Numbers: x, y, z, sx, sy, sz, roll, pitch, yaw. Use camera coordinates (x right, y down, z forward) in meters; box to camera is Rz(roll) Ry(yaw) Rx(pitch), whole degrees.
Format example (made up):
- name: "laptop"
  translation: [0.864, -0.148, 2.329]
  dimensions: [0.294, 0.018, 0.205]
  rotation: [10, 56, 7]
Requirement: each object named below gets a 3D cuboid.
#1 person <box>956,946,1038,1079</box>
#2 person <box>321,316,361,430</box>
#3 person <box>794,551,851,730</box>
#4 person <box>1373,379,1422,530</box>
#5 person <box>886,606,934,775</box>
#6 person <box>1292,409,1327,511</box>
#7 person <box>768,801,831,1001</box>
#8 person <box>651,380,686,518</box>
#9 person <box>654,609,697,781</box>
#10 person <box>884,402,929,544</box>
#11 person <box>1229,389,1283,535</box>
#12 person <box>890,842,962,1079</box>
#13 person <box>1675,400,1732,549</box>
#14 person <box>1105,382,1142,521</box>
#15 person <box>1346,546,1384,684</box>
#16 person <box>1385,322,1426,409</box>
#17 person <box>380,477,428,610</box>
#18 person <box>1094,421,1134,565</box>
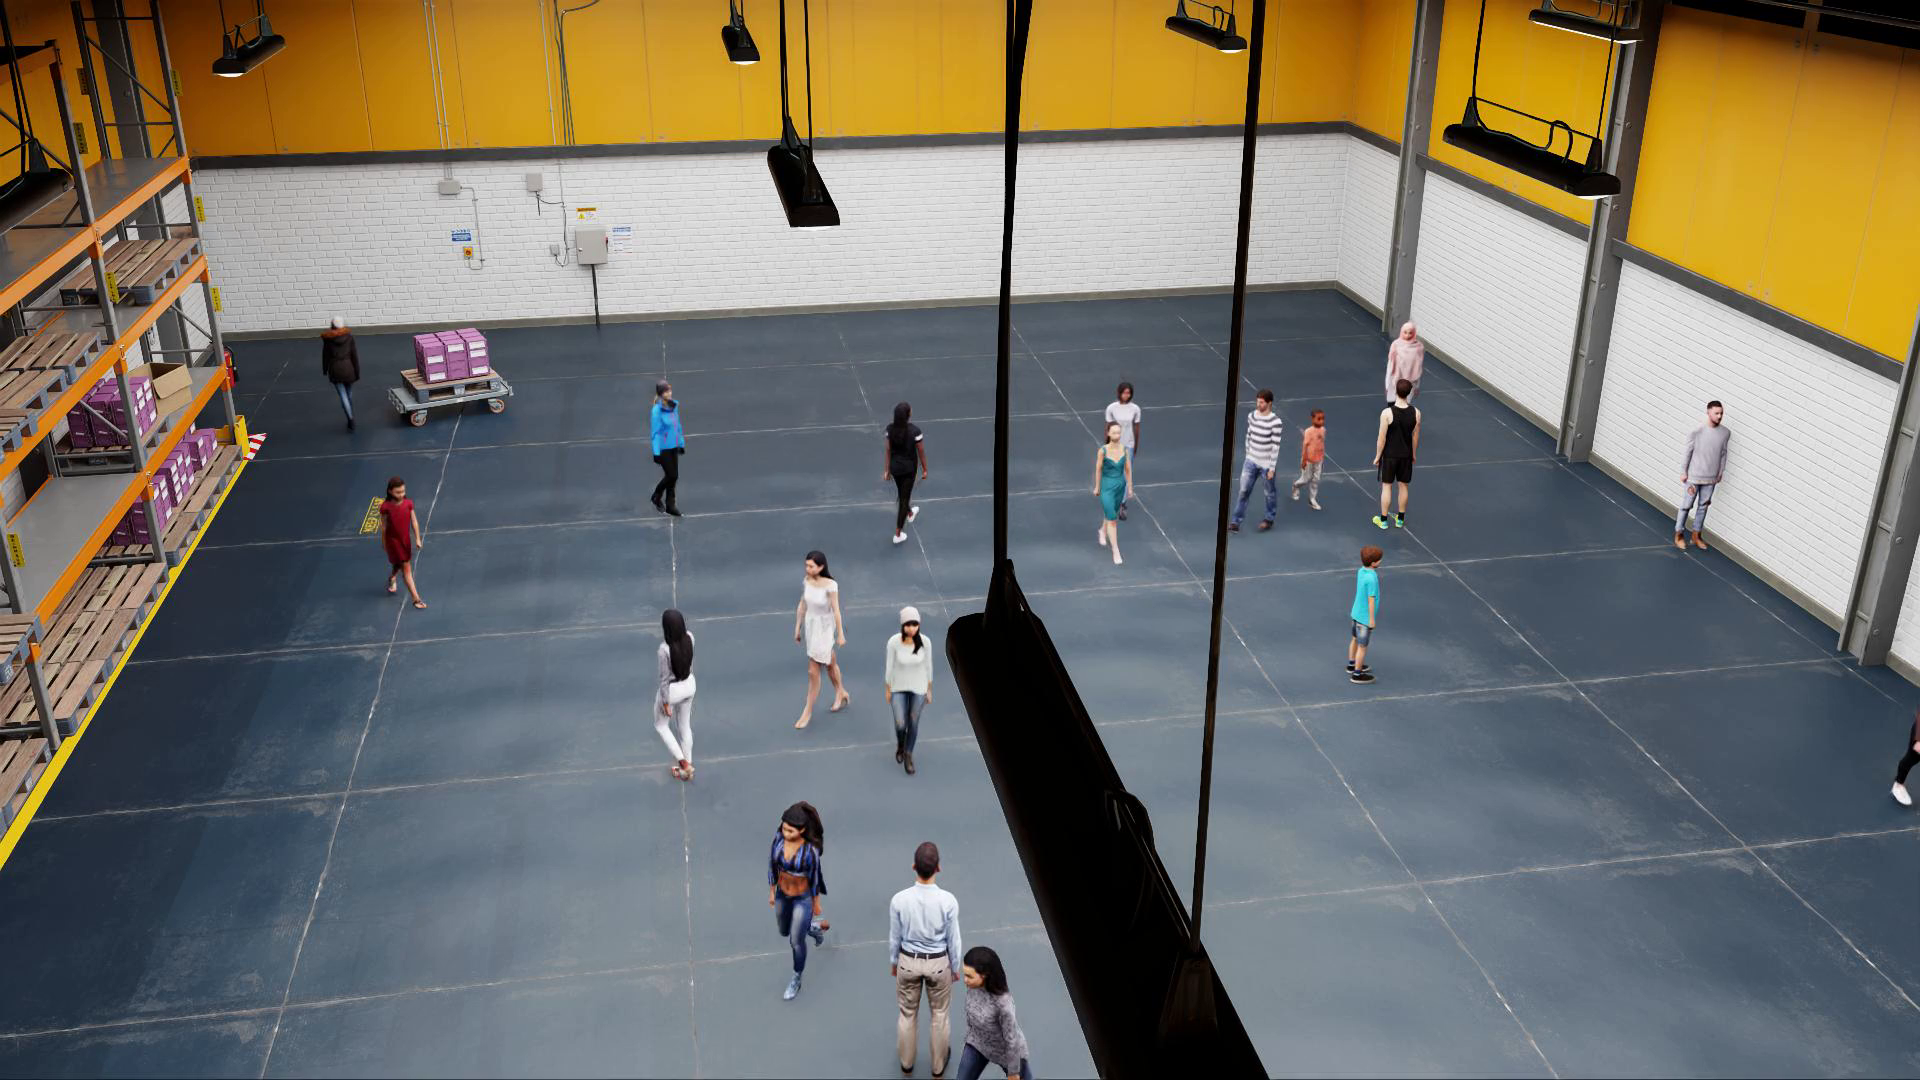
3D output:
- name: "person"
  translation: [0.287, 3.272, 10.726]
  dimensions: [1.115, 1.651, 1.237]
  rotation: [-21, 31, -40]
- name: "person"
  translation: [-8.775, -2.348, 23.662]
  dimensions: [0.869, 1.587, 1.146]
  rotation: [-14, 27, -29]
- name: "person"
  translation: [-1.266, 0.895, 16.043]
  dimensions: [1.029, 1.747, 1.048]
  rotation: [19, 30, 37]
- name: "person"
  translation: [5.336, -1.047, 20.305]
  dimensions: [0.710, 1.892, 0.620]
  rotation: [-1, 24, -2]
- name: "person"
  translation: [-0.484, 1.327, 15.187]
  dimensions: [0.565, 1.640, 0.592]
  rotation: [-4, 24, -8]
- name: "person"
  translation: [4.432, -1.053, 21.056]
  dimensions: [0.573, 1.301, 0.755]
  rotation: [-9, 25, -20]
- name: "person"
  translation: [-1.178, 2.610, 12.298]
  dimensions: [0.902, 1.603, 0.989]
  rotation: [12, 26, 25]
- name: "person"
  translation: [-3.707, -1.138, 20.639]
  dimensions: [0.839, 1.790, 0.776]
  rotation: [12, 26, 26]
- name: "person"
  translation: [-2.482, 1.414, 14.898]
  dimensions: [0.817, 1.713, 0.759]
  rotation: [20, 31, 39]
- name: "person"
  translation: [-0.696, -0.785, 19.970]
  dimensions: [1.030, 1.681, 1.259]
  rotation: [9, 25, 19]
- name: "person"
  translation: [3.721, -0.957, 20.193]
  dimensions: [1.129, 1.817, 1.119]
  rotation: [21, 31, 39]
- name: "person"
  translation: [-0.244, 2.892, 11.351]
  dimensions: [0.699, 1.846, 0.684]
  rotation: [1, 24, 2]
- name: "person"
  translation: [8.832, -0.803, 19.813]
  dimensions: [0.709, 1.839, 0.630]
  rotation: [0, 24, 0]
- name: "person"
  translation: [2.000, -1.164, 20.823]
  dimensions: [0.803, 1.692, 1.143]
  rotation: [3, 24, 6]
- name: "person"
  translation: [4.072, 0.728, 16.795]
  dimensions: [0.587, 1.450, 0.447]
  rotation: [-2, 24, -5]
- name: "person"
  translation: [6.095, -2.140, 22.931]
  dimensions: [0.817, 1.791, 0.993]
  rotation: [4, 24, 9]
- name: "person"
  translation: [-6.262, -0.012, 18.432]
  dimensions: [0.945, 1.495, 1.148]
  rotation: [-20, 30, -37]
- name: "person"
  translation: [1.775, -0.596, 19.587]
  dimensions: [0.642, 1.641, 1.031]
  rotation: [-6, 24, -14]
